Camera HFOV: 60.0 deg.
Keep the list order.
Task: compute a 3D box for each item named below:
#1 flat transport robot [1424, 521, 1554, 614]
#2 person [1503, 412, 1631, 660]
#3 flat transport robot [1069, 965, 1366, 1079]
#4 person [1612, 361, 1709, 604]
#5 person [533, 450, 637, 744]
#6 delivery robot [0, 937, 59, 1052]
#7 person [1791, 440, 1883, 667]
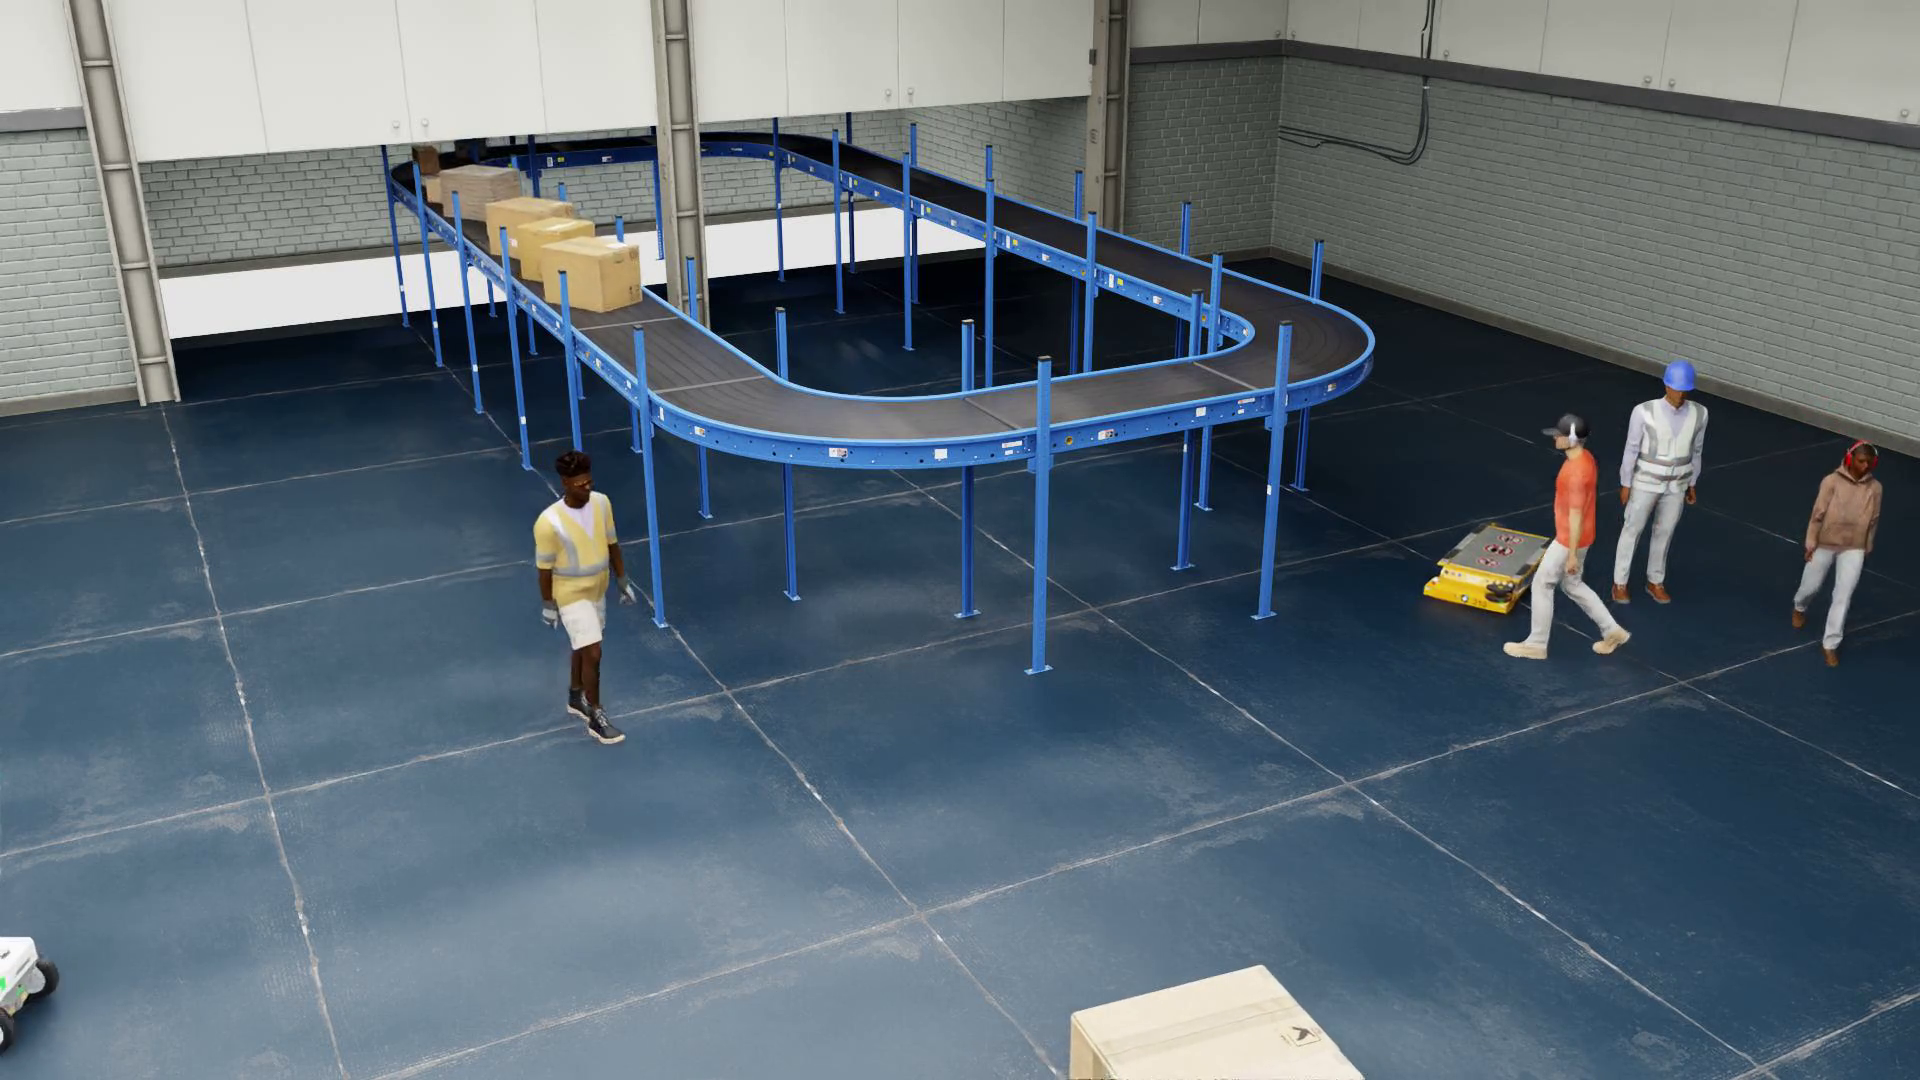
[{"bbox_3d":[4.299,0.208,13.362,0.659,0.231,1.431,15,26,32],"label":"flat transport robot"},{"bbox_3d":[4.390,0.009,11.719,0.813,1.877,0.494,10,24,23],"label":"person"},{"bbox_3d":[1.106,2.792,6.974,1.431,0.231,0.659,-8,23,-20],"label":"flat transport robot"},{"bbox_3d":[5.353,-0.436,12.716,0.613,1.945,0.402,-1,22,-2],"label":"person"},{"bbox_3d":[-2.376,0.347,10.777,0.800,1.940,0.604,13,25,29],"label":"person"},{"bbox_3d":[-4.899,2.169,8.154,0.804,0.610,0.499,0,22,0],"label":"delivery robot"},{"bbox_3d":[6.306,0.035,11.954,0.465,1.629,0.680,7,23,16],"label":"person"}]
